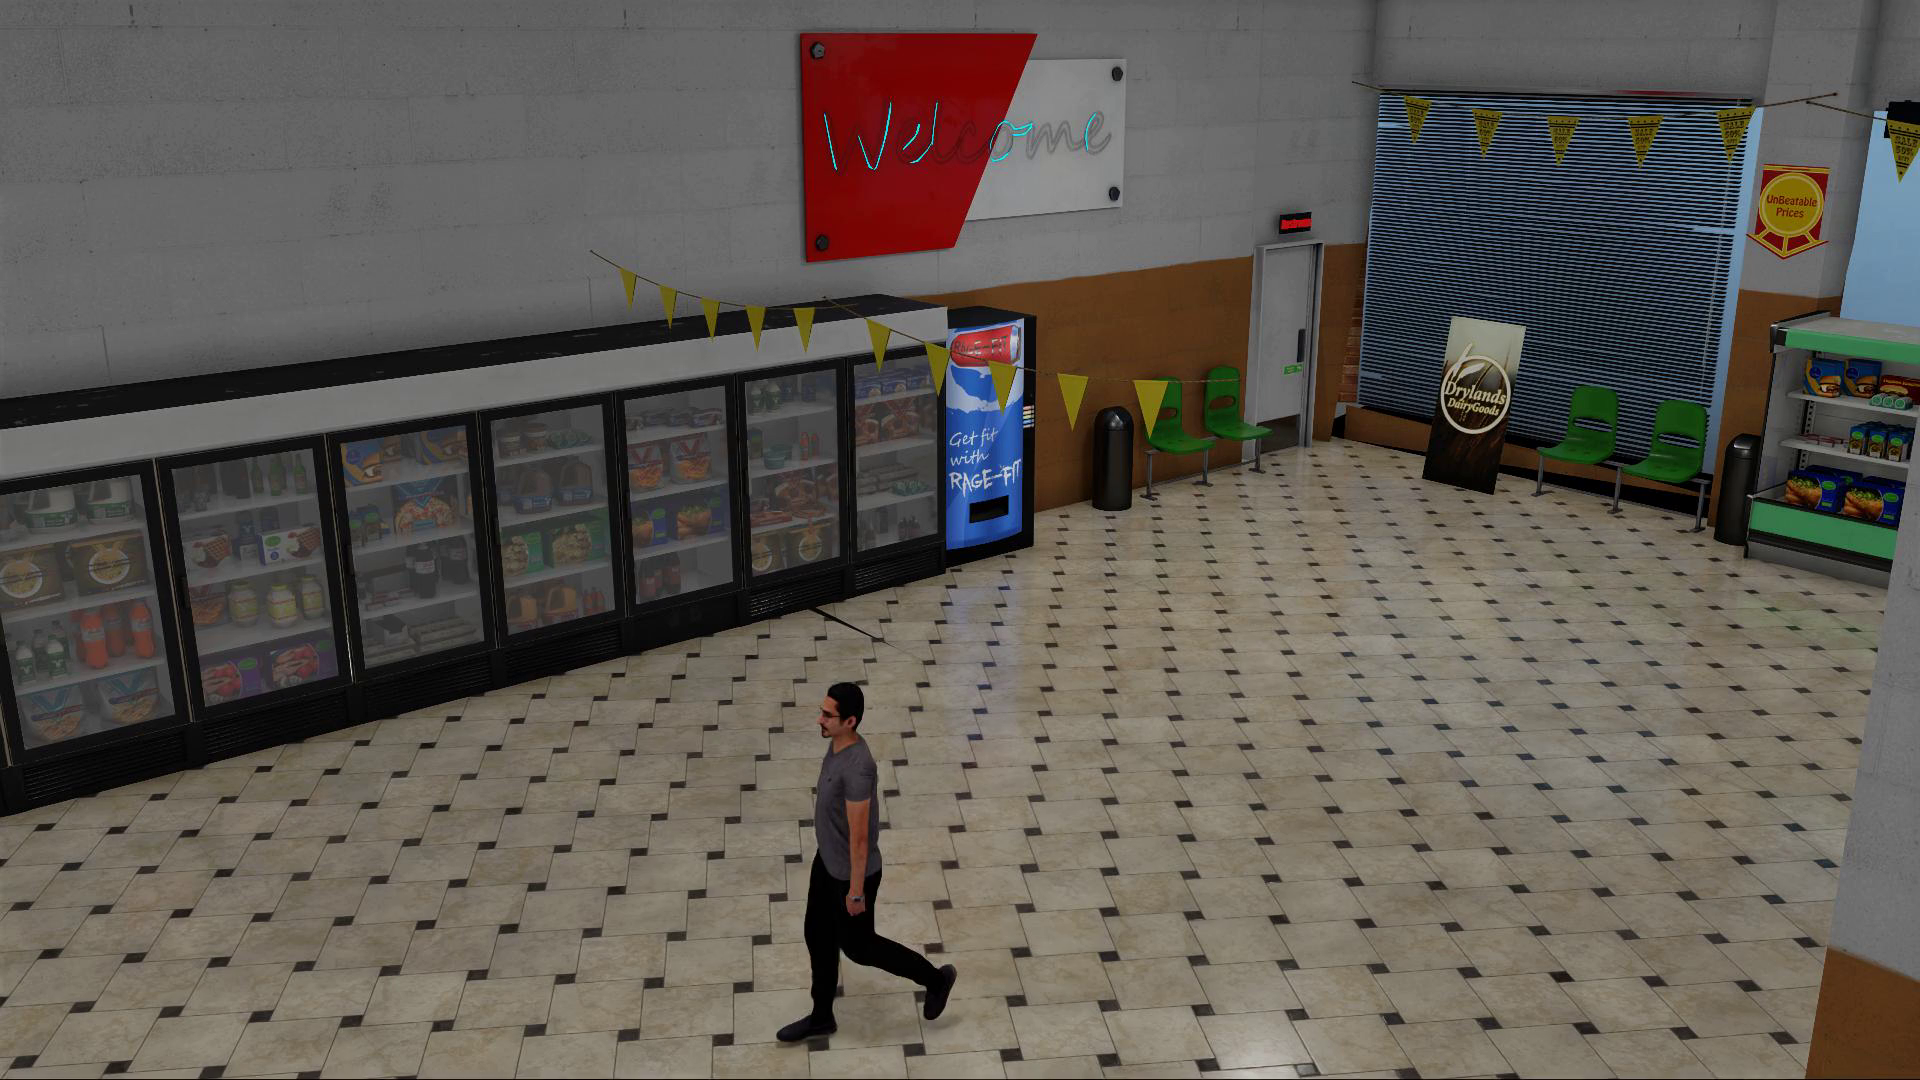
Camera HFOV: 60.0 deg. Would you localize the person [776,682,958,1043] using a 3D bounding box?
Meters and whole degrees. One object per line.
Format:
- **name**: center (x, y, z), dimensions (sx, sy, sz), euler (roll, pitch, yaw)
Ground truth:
- **person**: center (-0.417, 1.454, 7.452), dimensions (0.927, 1.727, 1.078), euler (-6, 18, -18)
